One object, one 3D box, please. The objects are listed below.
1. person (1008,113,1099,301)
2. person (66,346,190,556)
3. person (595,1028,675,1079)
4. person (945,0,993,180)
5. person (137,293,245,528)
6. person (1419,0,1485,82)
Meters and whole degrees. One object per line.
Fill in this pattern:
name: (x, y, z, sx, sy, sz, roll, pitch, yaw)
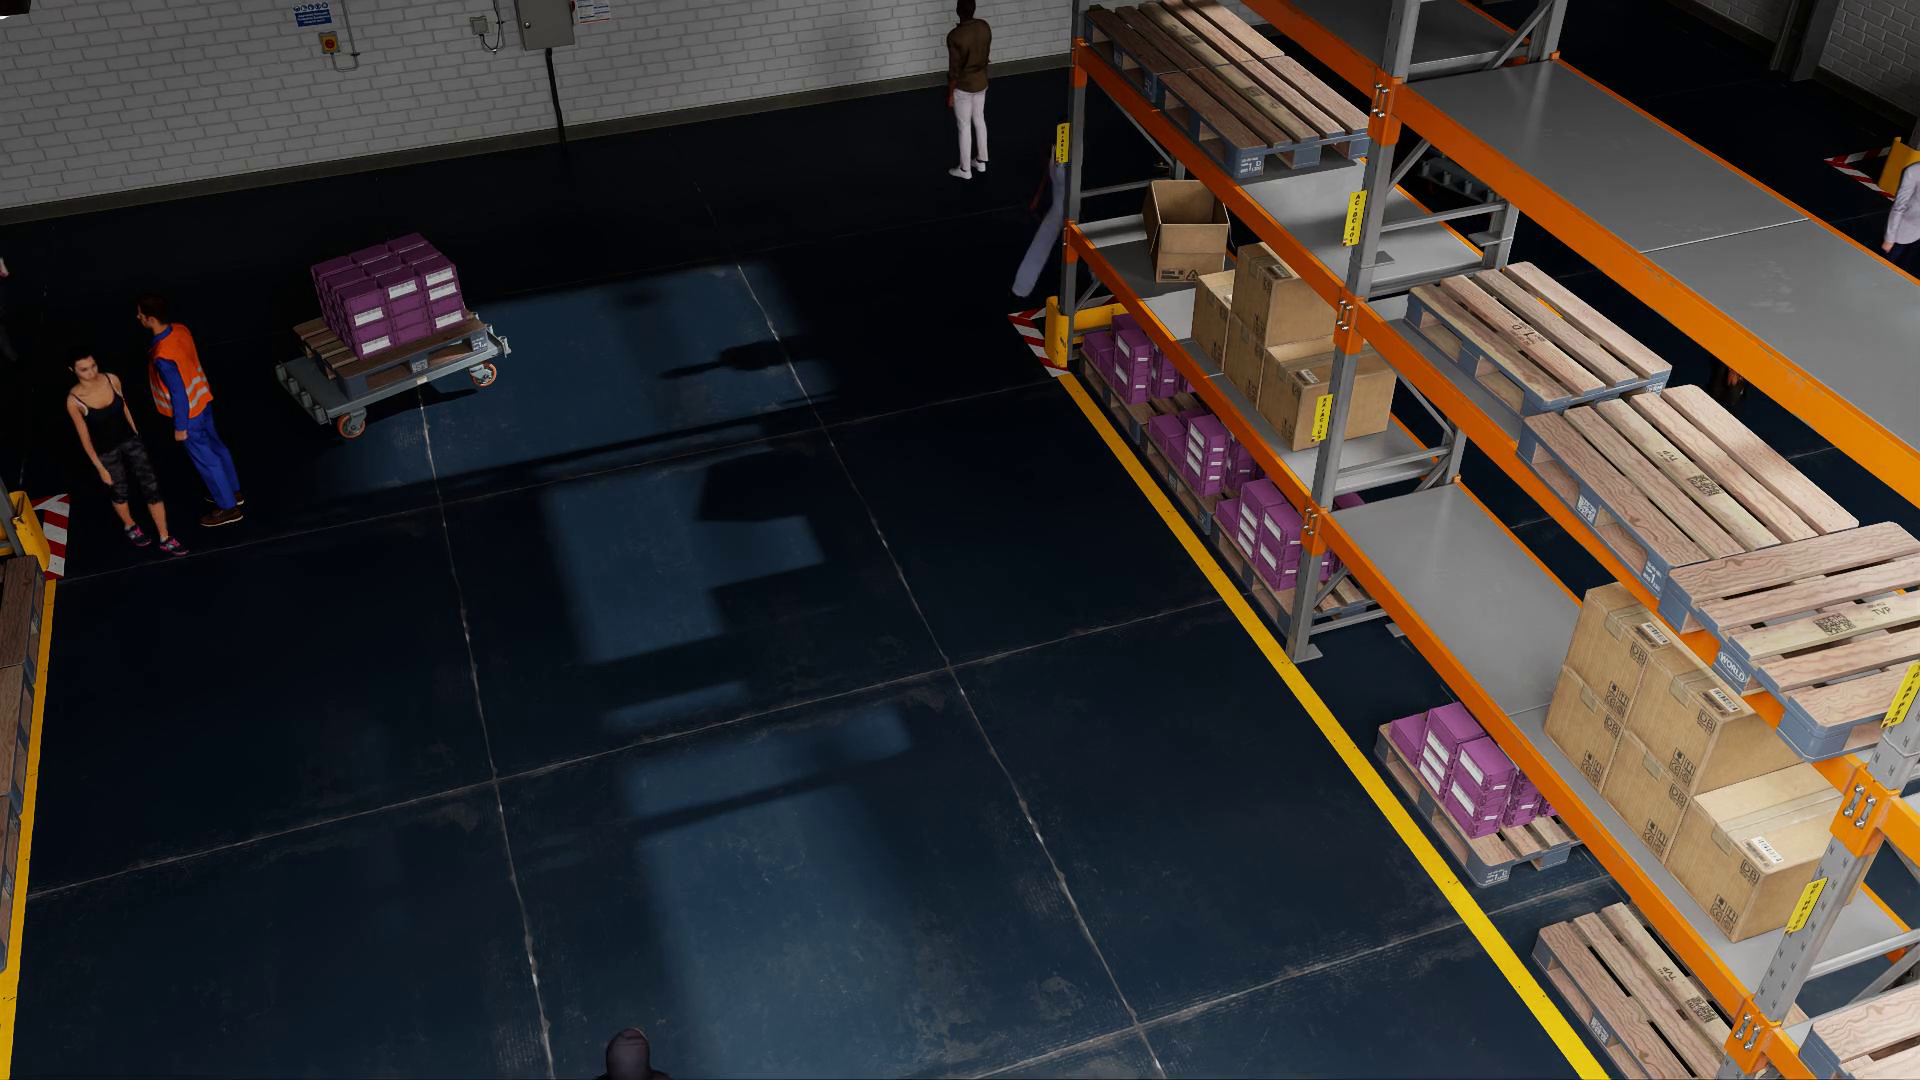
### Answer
person: (0.990, -2.878, 14.427, 0.680, 1.715, 1.148, -11, 40, -14)
person: (-5.981, -0.657, 11.653, 0.971, 1.707, 0.860, 24, 44, 27)
person: (-1.431, 2.784, 7.422, 0.874, 1.609, 1.041, 4, 39, 5)
person: (0.092, -4.439, 16.293, 0.795, 1.825, 0.734, -29, 47, -31)
person: (-5.507, -0.937, 11.878, 0.797, 1.863, 0.596, -7, 39, -8)
person: (5.121, -5.176, 17.353, 1.089, 1.655, 1.101, 13, 40, 16)
